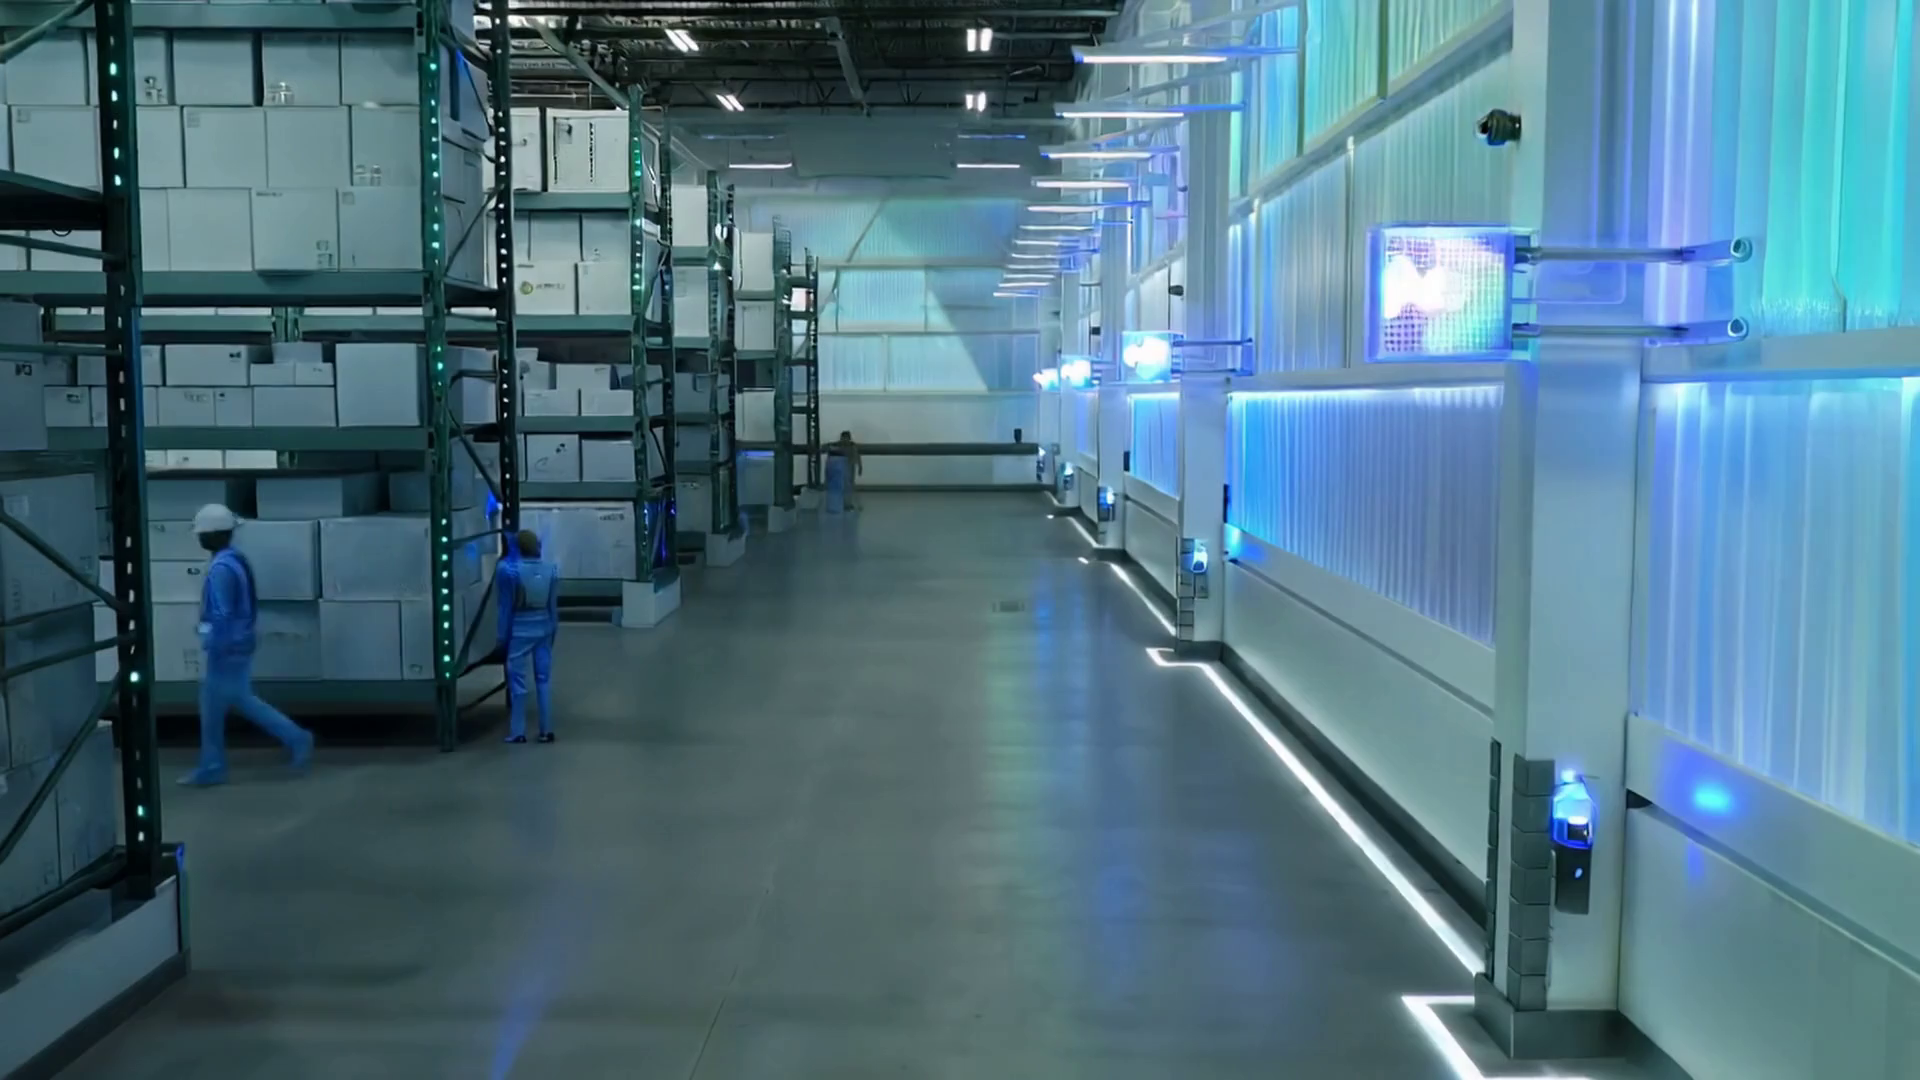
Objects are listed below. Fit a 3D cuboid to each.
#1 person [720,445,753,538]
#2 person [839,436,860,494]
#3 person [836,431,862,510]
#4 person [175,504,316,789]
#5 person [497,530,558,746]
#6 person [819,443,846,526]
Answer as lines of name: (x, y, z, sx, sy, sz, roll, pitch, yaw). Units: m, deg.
person: (-4.340, -0.956, 30.838, 1.053, 1.878, 0.638, 0, 5, -5)
person: (-2.804, -1.729, 40.880, 0.654, 1.689, 0.898, -1, 5, -15)
person: (-2.620, -1.607, 38.673, 0.665, 1.839, 1.036, 1, 5, 16)
person: (-4.853, 0.707, 11.249, 0.808, 1.925, 0.622, -2, 5, -17)
person: (-3.249, 0.734, 12.554, 0.321, 1.630, 0.520, 4, 6, 39)
person: (-2.576, -1.127, 33.835, 0.500, 1.691, 0.925, -3, 6, -32)
